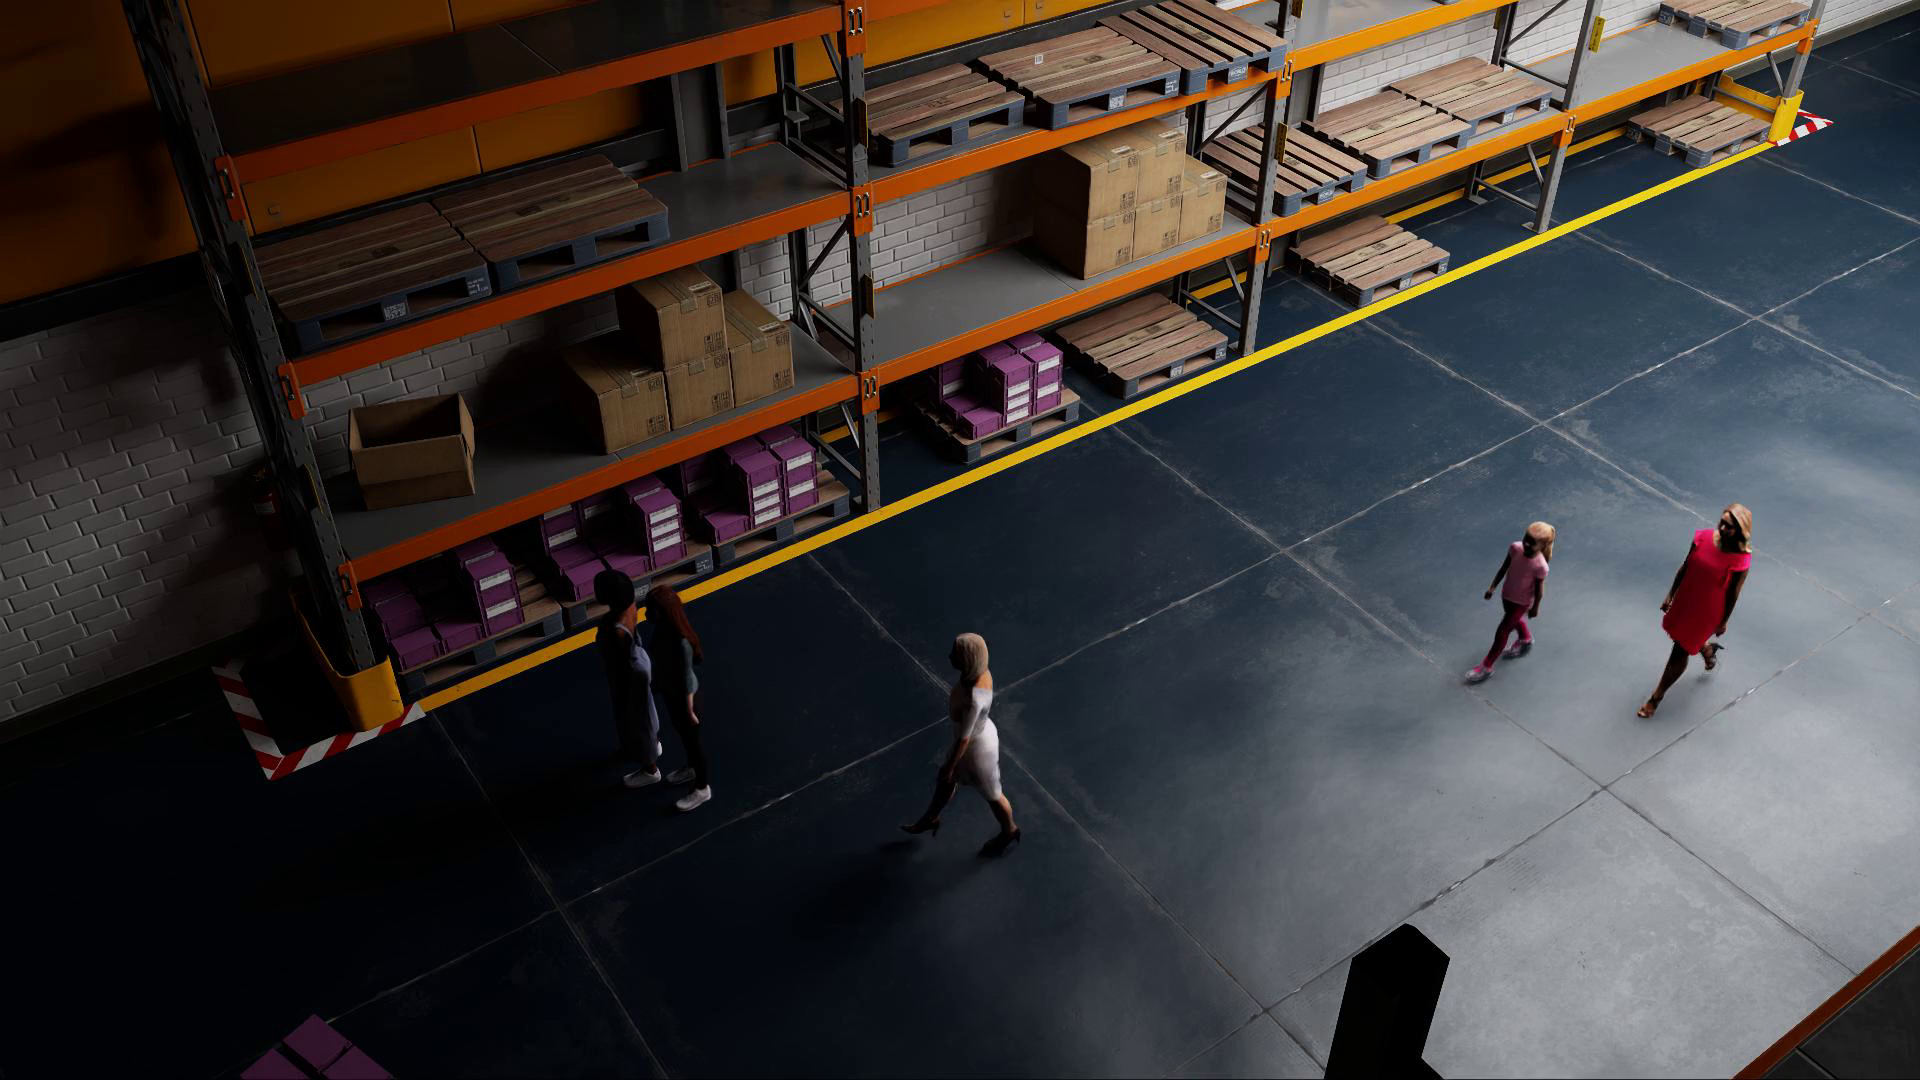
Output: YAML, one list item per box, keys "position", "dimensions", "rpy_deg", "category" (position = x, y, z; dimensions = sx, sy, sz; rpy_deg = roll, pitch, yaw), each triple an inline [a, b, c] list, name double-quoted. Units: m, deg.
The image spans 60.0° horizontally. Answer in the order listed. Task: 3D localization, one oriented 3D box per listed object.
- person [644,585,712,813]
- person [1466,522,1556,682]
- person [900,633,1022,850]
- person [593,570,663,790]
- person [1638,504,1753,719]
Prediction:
- position: [-1.720, 0.952, 10.285]
  dimensions: [0.600, 1.743, 0.630]
  rpy_deg: [-15, 41, -18]
  category: "person"
- position: [3.864, 0.363, 11.416]
  dimensions: [0.910, 1.252, 0.572]
  rpy_deg: [-17, 42, -20]
  category: "person"
- position: [0.178, 1.244, 9.941]
  dimensions: [1.067, 1.715, 0.894]
  rpy_deg: [-4, 39, -5]
  category: "person"
- position: [-2.071, 0.850, 10.449]
  dimensions: [0.690, 1.698, 0.667]
  rpy_deg: [-1, 39, -2]
  category: "person"
- position: [4.932, 0.422, 10.984]
  dimensions: [1.012, 1.700, 0.629]
  rpy_deg: [-20, 43, -24]
  category: "person"
